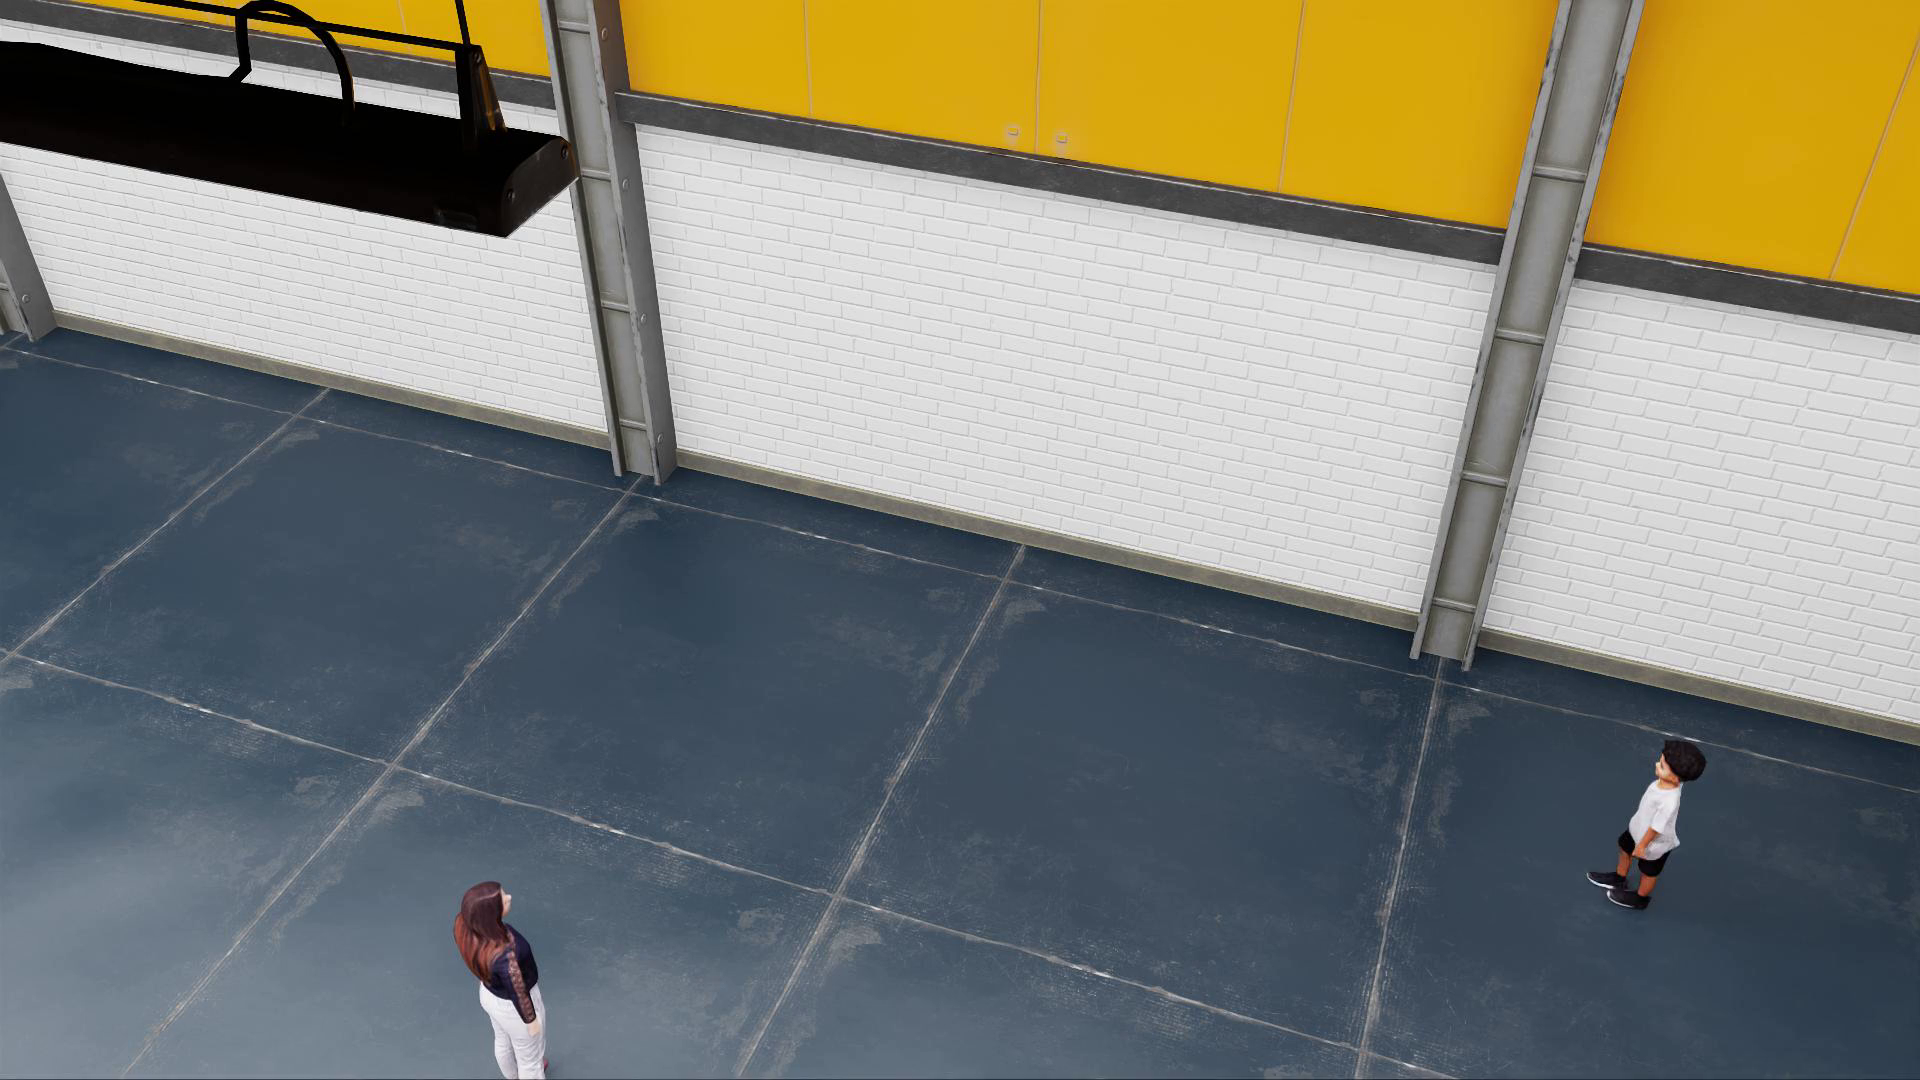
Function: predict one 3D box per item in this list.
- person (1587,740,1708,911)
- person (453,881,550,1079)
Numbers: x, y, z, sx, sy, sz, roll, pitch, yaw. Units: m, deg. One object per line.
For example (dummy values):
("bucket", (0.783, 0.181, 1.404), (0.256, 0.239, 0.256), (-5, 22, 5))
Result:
("person", (3.859, 1.584, 9.083), (0.570, 1.254, 0.494), (13, 40, 16))
("person", (-2.155, 2.204, 8.023), (0.594, 1.607, 0.730), (31, 48, 33))
